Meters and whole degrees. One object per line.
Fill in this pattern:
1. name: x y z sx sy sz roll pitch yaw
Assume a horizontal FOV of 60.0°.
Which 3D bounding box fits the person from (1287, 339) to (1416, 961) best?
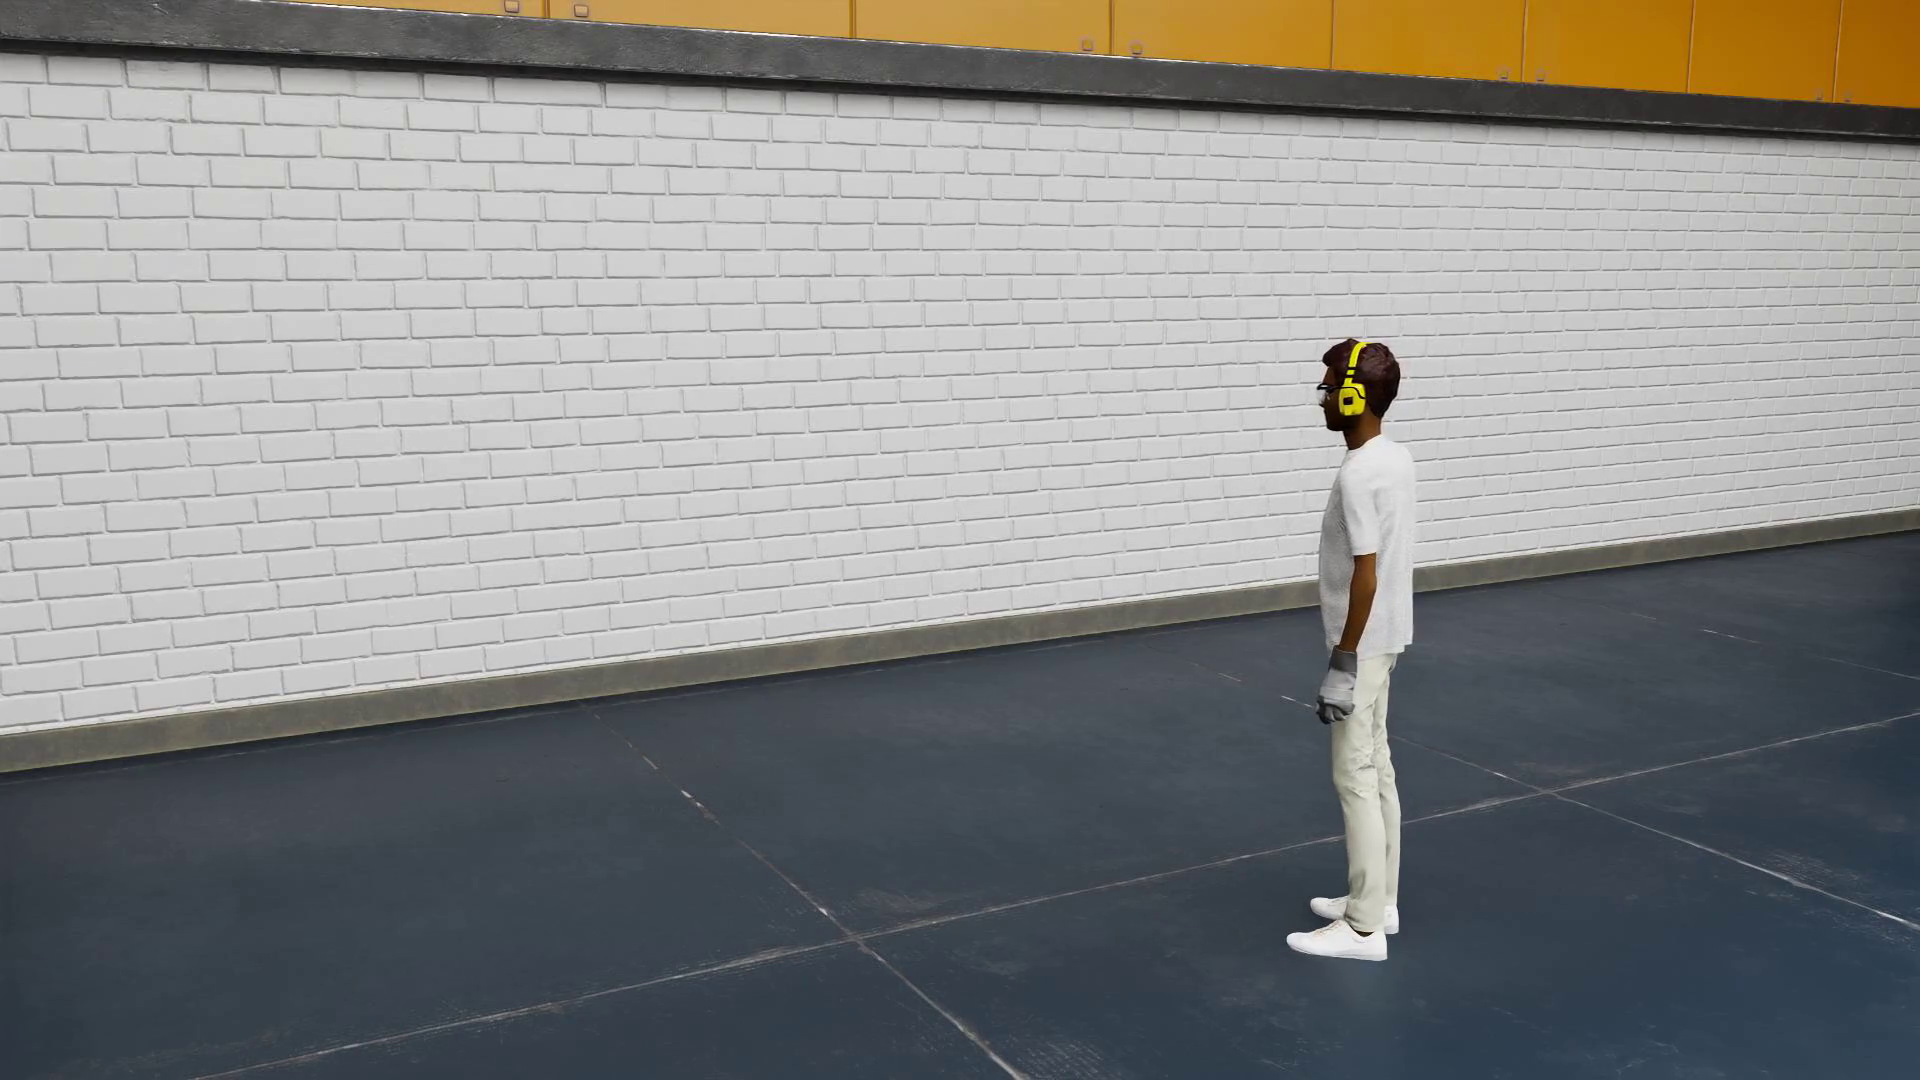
1. person: 1.195 0.334 5.015 0.310 1.868 0.532 5 11 27
